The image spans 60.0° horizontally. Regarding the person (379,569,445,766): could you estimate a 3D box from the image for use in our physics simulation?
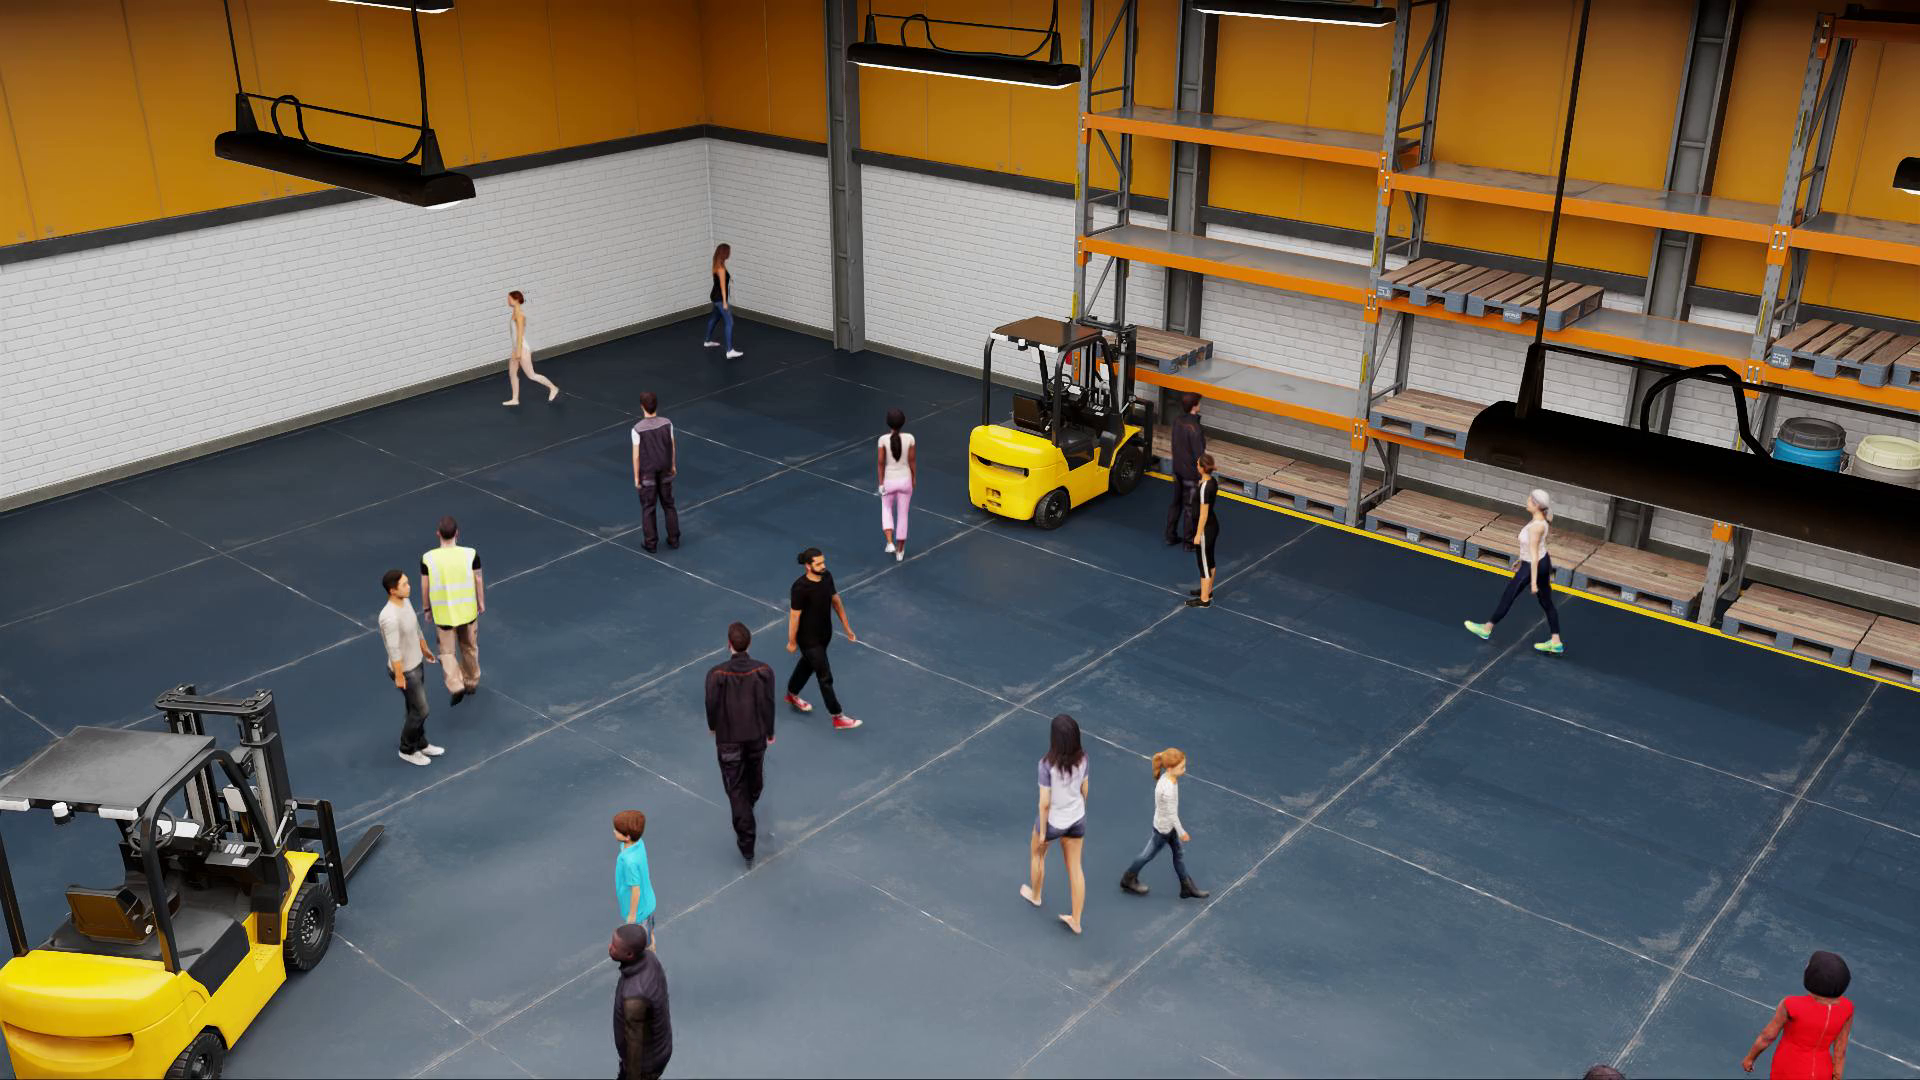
[{"bbox_3d":[-4.810,1.077,14.266,0.819,1.808,0.754,-2,24,-5],"label":"person"}]

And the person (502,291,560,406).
[{"bbox_3d":[-5.970,-2.623,22.973,0.882,1.615,1.013,-11,26,-24],"label":"person"}]

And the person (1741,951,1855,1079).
[{"bbox_3d":[4.870,3.188,9.569,1.078,1.703,1.127,-1,24,-3],"label":"person"}]

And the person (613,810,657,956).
[{"bbox_3d":[-2.222,2.489,11.485,0.648,1.449,0.590,-2,24,-5],"label":"person"}]

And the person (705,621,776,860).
[{"bbox_3d":[-1.699,1.594,13.024,1.124,1.856,1.349,-8,25,-17],"label":"person"}]

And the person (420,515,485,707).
[{"bbox_3d":[-4.595,0.673,15.163,0.938,1.830,1.095,-11,26,-23],"label":"person"}]

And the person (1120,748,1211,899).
[{"bbox_3d":[1.461,2.153,12.464,0.958,1.281,0.692,6,24,14],"label":"person"}]

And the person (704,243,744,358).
[{"bbox_3d":[-3.614,-3.627,25.178,1.058,1.688,0.894,-9,25,-19],"label":"person"}]

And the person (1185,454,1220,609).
[{"bbox_3d":[2.541,-0.111,17.159,0.623,1.668,0.643,8,25,18],"label":"person"}]

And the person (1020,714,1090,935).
[{"bbox_3d":[0.784,2.094,12.065,0.810,1.707,0.984,-11,26,-25],"label":"person"}]

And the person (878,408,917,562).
[{"bbox_3d":[-0.679,-0.569,18.129,0.692,1.730,0.755,-1,24,-3],"label":"person"}]

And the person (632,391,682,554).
[{"bbox_3d":[-3.366,-0.755,18.406,0.741,1.849,0.694,-13,27,-26],"label":"person"}]

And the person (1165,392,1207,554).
[{"bbox_3d":[2.512,-0.759,18.424,0.873,1.842,0.722,-11,26,-23],"label":"person"}]

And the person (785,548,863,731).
[{"bbox_3d":[-1.370,0.849,14.911,1.201,1.709,0.783,12,26,26],"label":"person"}]

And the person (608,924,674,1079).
[{"bbox_3d":[-1.791,3.026,9.789,0.991,1.824,0.933,-3,24,-7],"label":"person"}]

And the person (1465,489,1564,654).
[{"bbox_3d":[5.658,0.344,16.139,1.210,1.652,0.723,14,27,29],"label":"person"}]
